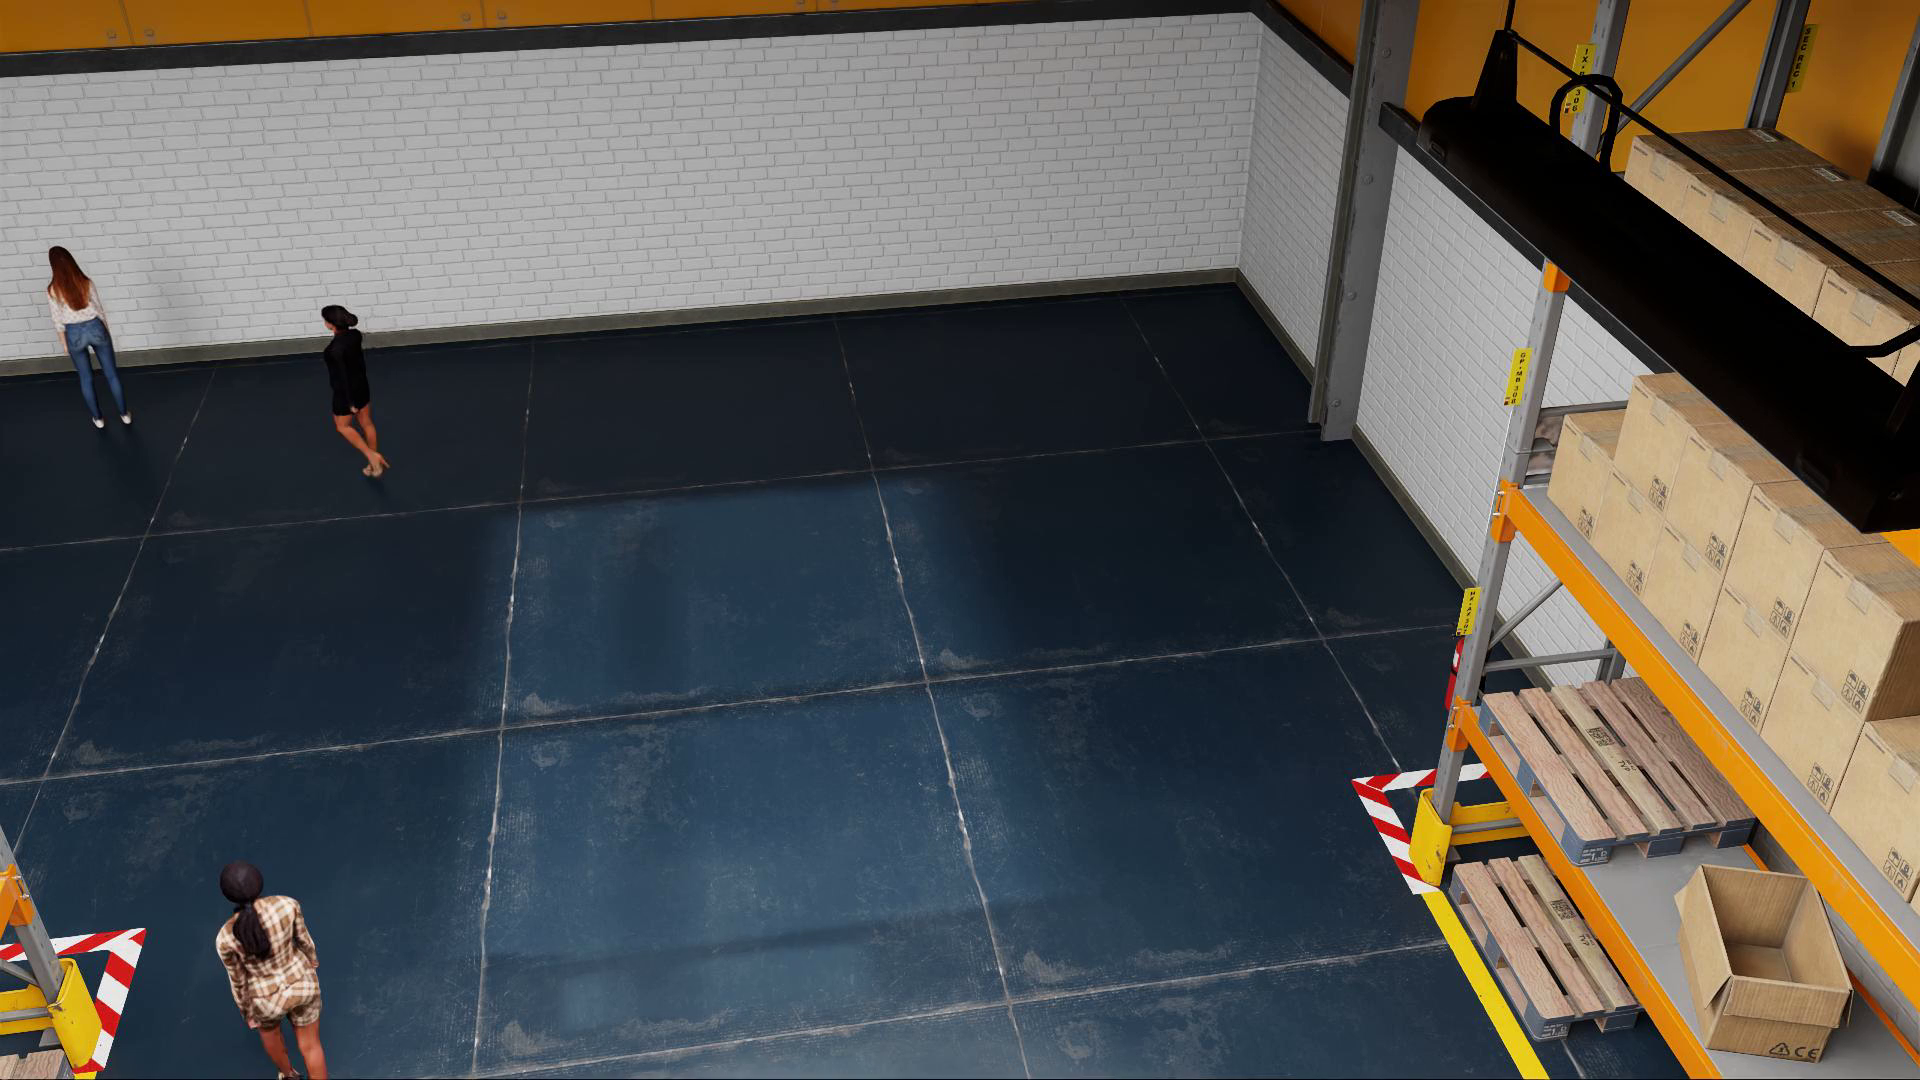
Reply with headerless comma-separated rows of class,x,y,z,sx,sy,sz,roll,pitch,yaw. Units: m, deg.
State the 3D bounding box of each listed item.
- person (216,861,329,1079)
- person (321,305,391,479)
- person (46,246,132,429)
person,-3.388,2.360,8.404,0.767,1.772,0.876,-21,39,-28
person,-5.004,-1.203,13.893,0.759,1.630,0.701,10,35,15
person,-7.695,-1.793,14.690,0.646,1.729,0.647,-18,38,-25
